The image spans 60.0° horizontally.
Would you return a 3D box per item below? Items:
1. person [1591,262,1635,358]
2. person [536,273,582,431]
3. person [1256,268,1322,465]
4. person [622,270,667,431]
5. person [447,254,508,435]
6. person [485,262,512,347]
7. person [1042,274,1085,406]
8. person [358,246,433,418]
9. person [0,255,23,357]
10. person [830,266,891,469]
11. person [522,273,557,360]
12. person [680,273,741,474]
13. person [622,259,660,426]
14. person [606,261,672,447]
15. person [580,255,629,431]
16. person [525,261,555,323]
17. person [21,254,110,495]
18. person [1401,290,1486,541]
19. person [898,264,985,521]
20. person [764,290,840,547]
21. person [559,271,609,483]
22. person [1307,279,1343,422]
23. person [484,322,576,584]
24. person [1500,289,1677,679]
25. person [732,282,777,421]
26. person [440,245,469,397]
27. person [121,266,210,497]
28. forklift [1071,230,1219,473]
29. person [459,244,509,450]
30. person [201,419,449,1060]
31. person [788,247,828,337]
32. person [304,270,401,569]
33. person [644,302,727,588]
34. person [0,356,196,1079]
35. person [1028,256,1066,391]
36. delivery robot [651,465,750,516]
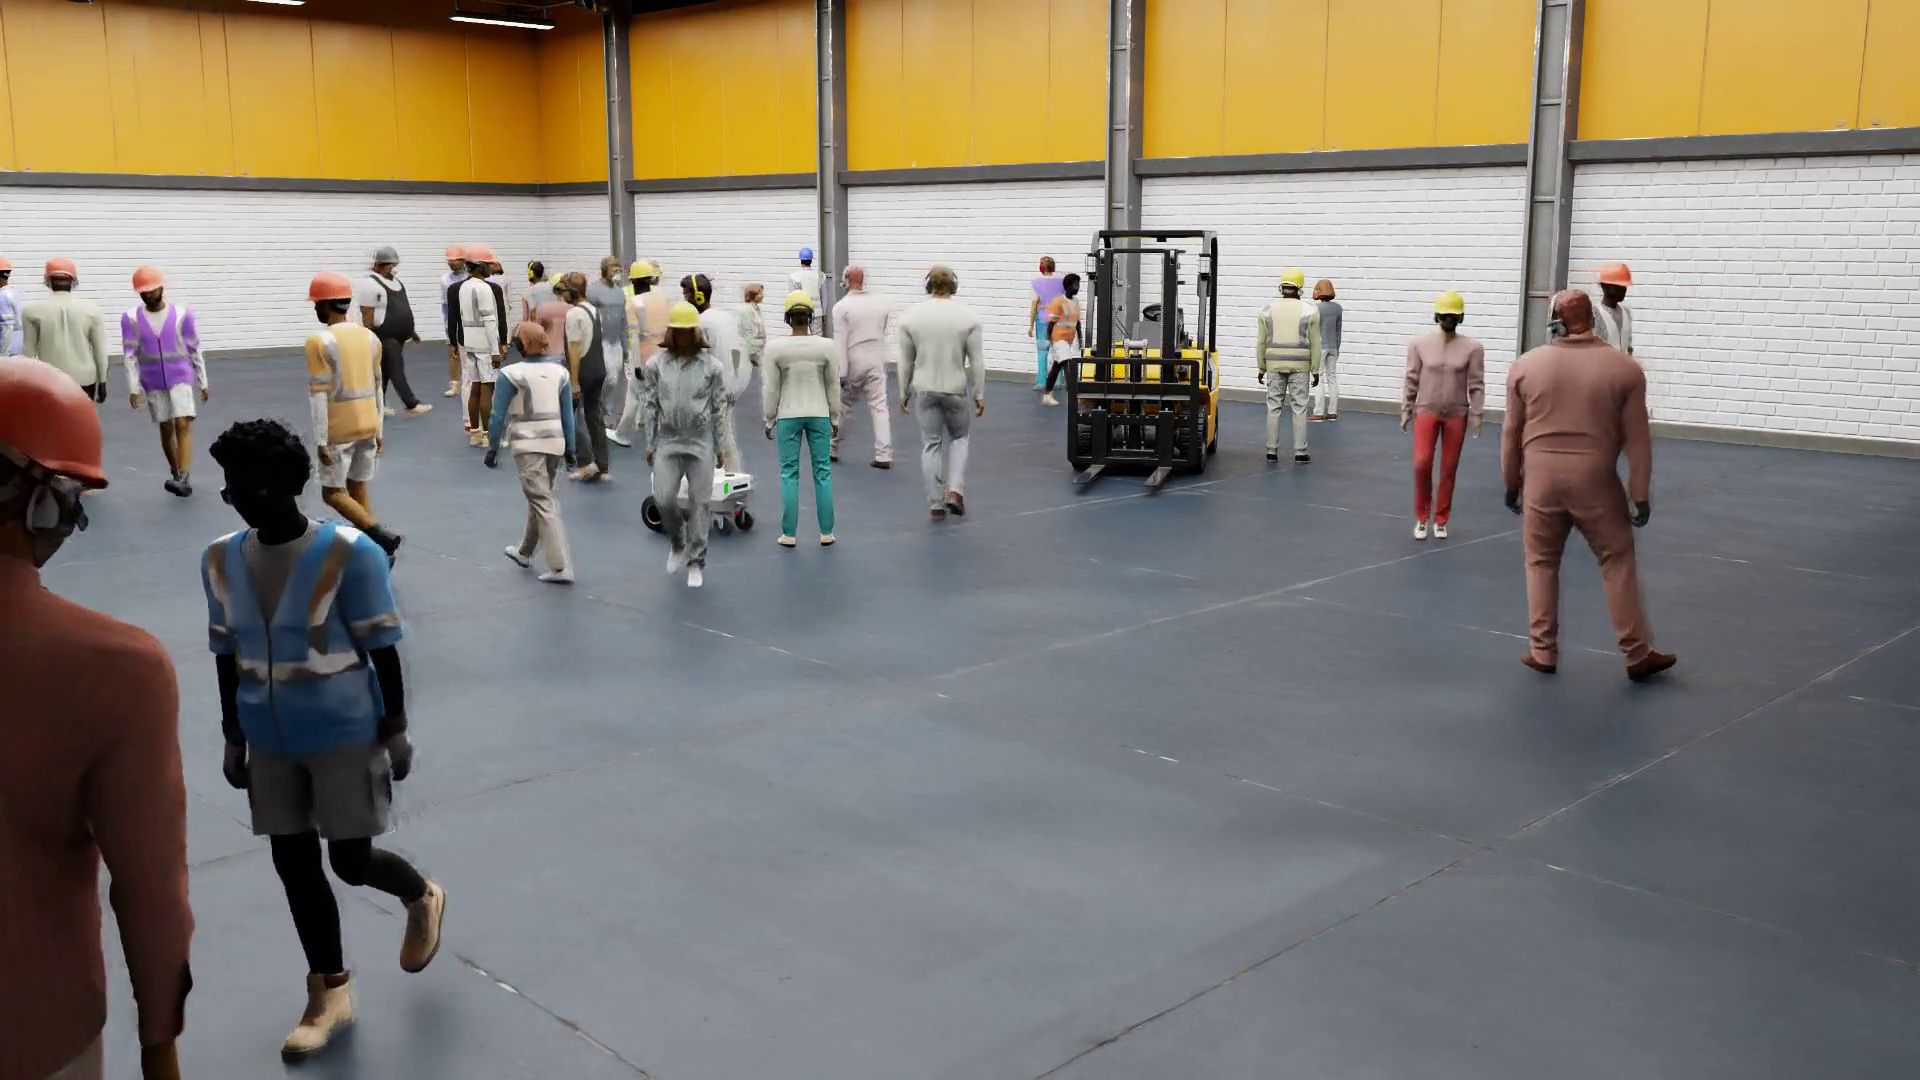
[{"bbox_3d":[5.269,-1.294,13.541,0.541,1.923,0.392,-6,12,-31],"label":"person"},{"bbox_3d":[-4.204,-1.942,17.593,0.541,1.730,0.851,-3,11,-15],"label":"person"},{"bbox_3d":[3.074,-1.618,15.537,0.600,1.829,0.404,4,11,21],"label":"person"},{"bbox_3d":[-3.477,-2.112,18.205,0.619,1.845,0.430,-3,11,-17],"label":"person"},{"bbox_3d":[-5.153,-2.118,17.814,0.624,1.993,0.385,-1,10,-3],"label":"person"},{"bbox_3d":[-8.784,-4.481,31.689,0.498,1.633,0.286,-5,12,-27],"label":"person"},{"bbox_3d":[1.368,-2.461,20.599,0.895,1.646,0.555,7,13,35],"label":"person"},{"bbox_3d":[-6.584,-2.443,19.468,0.979,2.000,0.695,2,11,10],"label":"person"},{"bbox_3d":[-9.807,-1.961,17.119,0.377,1.936,0.549,-3,11,-16],"label":"person"},{"bbox_3d":[-0.960,-1.599,15.405,0.635,1.843,1.024,-7,13,-34],"label":"person"},{"bbox_3d":[-5.742,-2.859,22.833,0.513,1.639,0.311,1,10,5],"label":"person"},{"bbox_3d":[-1.876,-1.105,12.713,0.444,1.840,0.650,4,11,20],"label":"person"},{"bbox_3d":[-3.392,-2.182,18.546,0.890,1.858,0.664,2,11,12],"label":"person"},{"bbox_3d":[-3.129,-1.822,16.529,0.993,1.874,0.595,9,14,40],"label":"person"},{"bbox_3d":[-3.732,-2.048,17.647,0.429,1.917,0.649,5,11,25],"label":"person"},{"bbox_3d":[-5.329,-2.631,21.122,1.021,1.810,0.493,7,13,34],"label":"person"},{"bbox_3d":[-7.201,-1.308,13.441,0.619,1.979,0.706,-7,13,-35],"label":"person"},{"bbox_3d":[3.365,-0.857,11.584,0.554,1.745,0.553,2,11,13],"label":"person"},{"bbox_3d":[-0.138,-1.096,12.452,0.658,1.920,0.437,1,10,3],"label":"person"},{"bbox_3d":[-1.083,-0.826,11.411,0.523,1.764,0.323,-2,11,-12],"label":"person"},{"bbox_3d":[-3.243,-1.377,14.241,0.484,1.822,0.550,3,11,15],"label":"person"},{"bbox_3d":[4.171,-2.172,19.101,0.507,1.632,0.267,-6,12,-32],"label":"person"},{"bbox_3d":[-2.696,-0.548,10.340,0.843,1.597,0.518,8,13,37],"label":"person"},{"bbox_3d":[3.032,-0.267,8.060,0.828,1.877,0.395,6,12,28],"label":"person"},{"bbox_3d":[-2.405,-2.122,18.905,0.797,1.604,0.513,3,11,18],"label":"person"},{"bbox_3d":[-6.627,-2.933,22.242,0.614,2.014,0.915,2,11,9],"label":"person"},{"bbox_3d":[-6.438,-1.263,13.483,0.601,1.880,1.004,-3,11,-18],"label":"person"},{"bbox_3d":[1.804,-1.825,15.677,1.214,2.155,2.313,2,11,13],"label":"forklift"},{"bbox_3d":[-4.759,-1.924,16.627,0.368,2.046,0.608,-9,14,-40],"label":"person"},{"bbox_3d":[-1.687,0.498,4.430,0.555,1.673,0.529,2,11,13],"label":"person"},{"bbox_3d":[-2.252,-3.342,24.614,0.607,1.951,0.380,-4,11,-21],"label":"person"},{"bbox_3d":[-3.670,-0.673,10.134,0.632,1.923,0.546,6,12,28],"label":"person"},{"bbox_3d":[-1.664,-0.580,10.123,0.503,1.731,0.379,-1,10,-4],"label":"person"},{"bbox_3d":[-1.471,0.717,2.488,0.658,1.953,0.587,0,10,-2],"label":"person"},{"bbox_3d":[1.209,-2.957,22.789,0.563,1.850,0.390,-5,11,-25],"label":"person"},{"bbox_3d":[-1.873,-0.381,12.019,0.707,0.478,0.477,5,12,27],"label":"delivery robot"}]
